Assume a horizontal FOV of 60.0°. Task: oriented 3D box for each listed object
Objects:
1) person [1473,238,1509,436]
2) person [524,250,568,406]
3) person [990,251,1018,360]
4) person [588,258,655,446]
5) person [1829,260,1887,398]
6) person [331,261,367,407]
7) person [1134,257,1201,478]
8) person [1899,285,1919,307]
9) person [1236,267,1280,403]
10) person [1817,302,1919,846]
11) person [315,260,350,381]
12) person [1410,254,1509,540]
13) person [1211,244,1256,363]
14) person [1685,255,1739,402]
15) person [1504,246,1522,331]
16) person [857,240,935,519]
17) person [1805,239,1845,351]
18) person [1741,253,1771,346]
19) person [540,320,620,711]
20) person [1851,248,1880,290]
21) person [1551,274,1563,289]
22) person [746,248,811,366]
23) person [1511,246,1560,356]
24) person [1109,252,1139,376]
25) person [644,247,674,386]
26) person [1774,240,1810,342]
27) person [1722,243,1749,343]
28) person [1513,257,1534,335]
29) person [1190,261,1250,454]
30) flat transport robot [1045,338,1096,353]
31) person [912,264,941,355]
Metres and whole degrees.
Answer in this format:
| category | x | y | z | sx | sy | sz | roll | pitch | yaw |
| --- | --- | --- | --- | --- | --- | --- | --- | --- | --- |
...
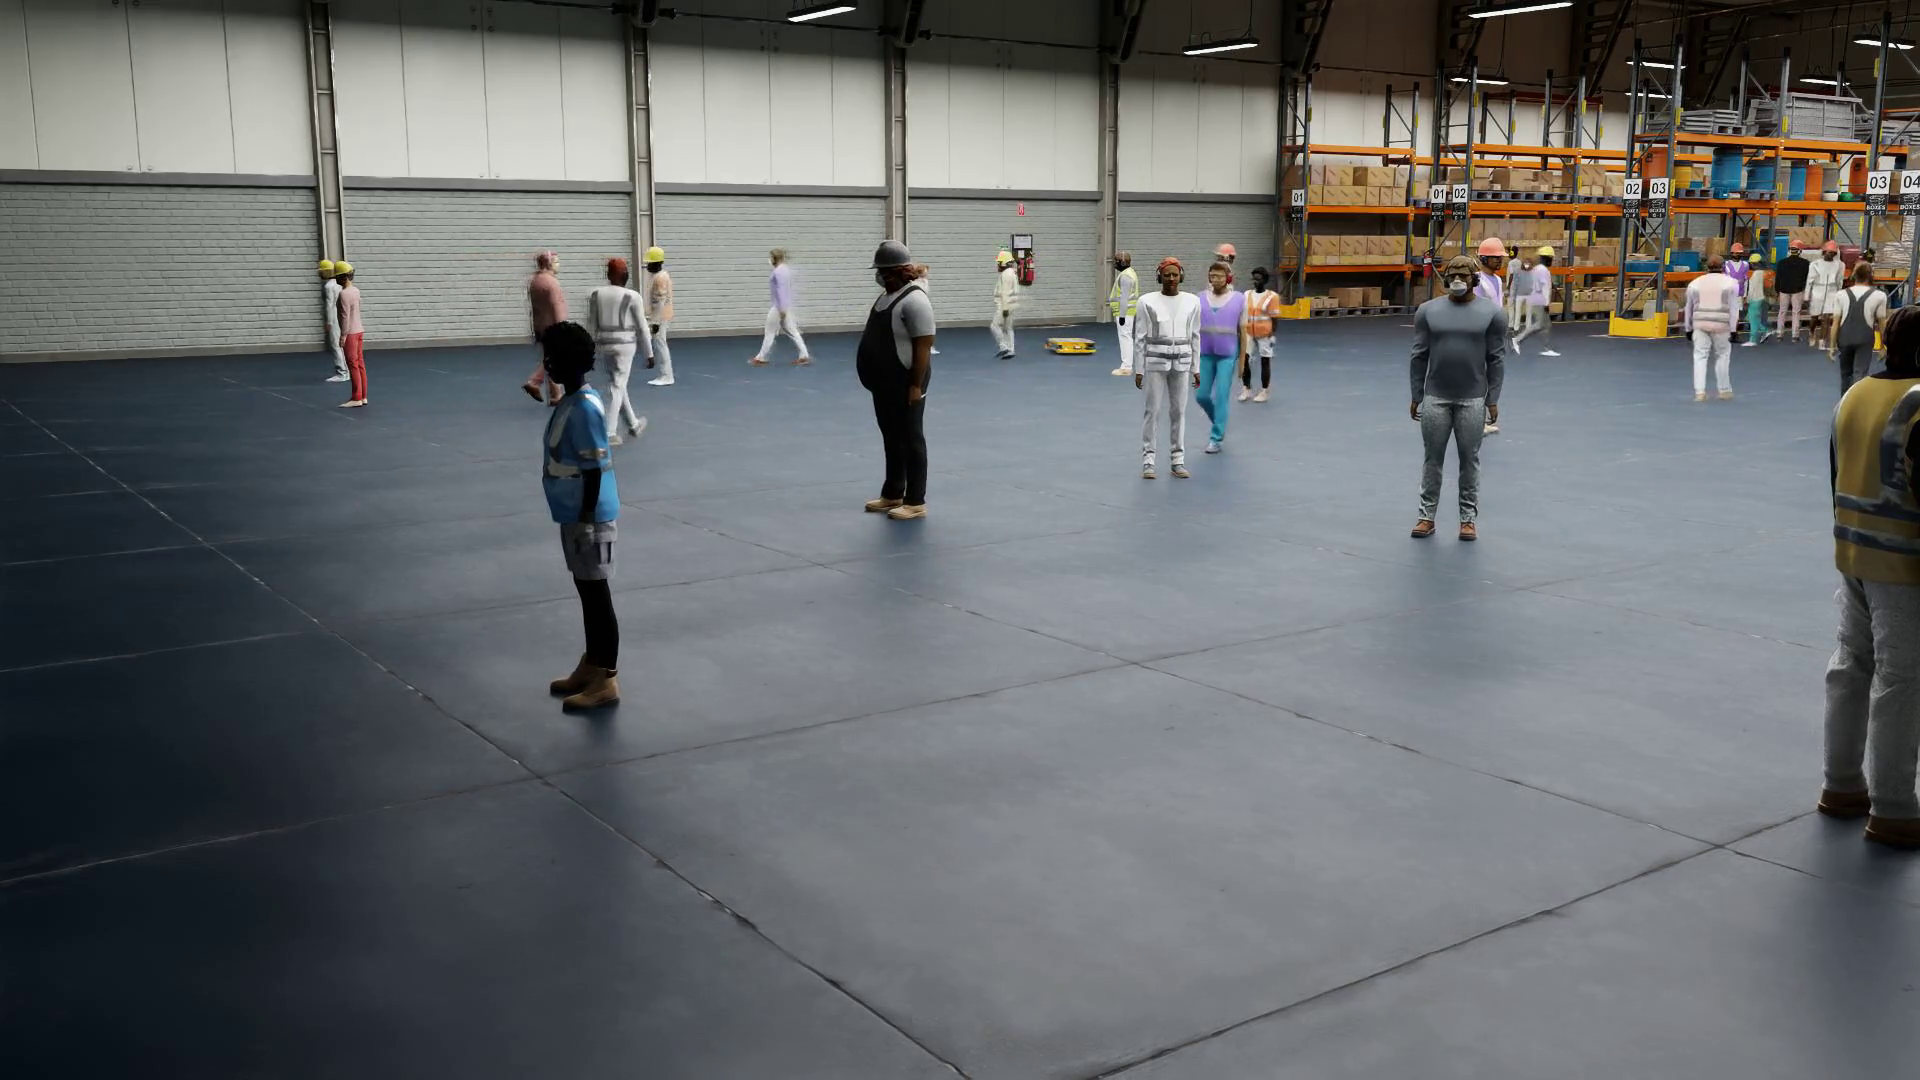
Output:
| category | x | y | z | sx | sy | sz | roll | pitch | yaw |
| --- | --- | --- | --- | --- | --- | --- | --- | --- | --- |
| person | 5.461 | -2.103 | 17.281 | 0.390 | 2.045 | 0.607 | 9 | 14 | 41 |
| person | -4.987 | -2.565 | 20.226 | 0.470 | 1.891 | 0.651 | -6 | 12 | -30 |
| person | 0.718 | -3.915 | 27.836 | 0.496 | 1.811 | 0.616 | 2 | 11 | 11 |
| person | -3.344 | -1.878 | 16.618 | 0.609 | 1.829 | 0.968 | 4 | 11 | 21 |
| person | 9.645 | -2.098 | 17.900 | 0.520 | 1.816 | 0.888 | 8 | 13 | 36 |
| person | -7.400 | -2.488 | 20.151 | 0.309 | 1.769 | 0.523 | 0 | 10 | -2 |
| person | 1.775 | -1.462 | 14.201 | 0.587 | 1.882 | 0.342 | -1 | 10 | -8 |
| person | 19.208 | -4.989 | 33.427 | 0.623 | 1.932 | 0.368 | 5 | 11 | 24 |
| person | 3.654 | -2.526 | 20.562 | 0.552 | 1.677 | 0.565 | 8 | 13 | 38 |
| person | 3.227 | 0.111 | 5.700 | 0.429 | 1.844 | 0.627 | 0 | 10 | -2 |
| person | -8.979 | -3.128 | 23.768 | 0.365 | 1.726 | 0.497 | -1 | 10 | -3 |
| person | 3.377 | -0.967 | 11.339 | 0.630 | 1.940 | 0.372 | 4 | 11 | 23 |
| person | 4.296 | -3.806 | 26.910 | 1.001 | 1.940 | 0.636 | 0 | 10 | 2 |
| person | 9.490 | -2.660 | 20.937 | 0.658 | 1.817 | 0.759 | 8 | 13 | 39 |
| person | 12.047 | -5.487 | 36.326 | 0.329 | 1.865 | 0.507 | 8 | 13 | 38 |
| person | -0.492 | -1.178 | 12.219 | 0.535 | 2.000 | 0.684 | -5 | 11 | -25 |
| person | 15.712 | -4.454 | 30.266 | 0.612 | 2.014 | 0.869 | 3 | 11 | 18 |
| person | 15.002 | -4.517 | 31.343 | 0.445 | 1.750 | 0.521 | 6 | 12 | 31 |
| person | -1.661 | -0.108 | 7.292 | 0.322 | 1.696 | 0.530 | -4 | 11 | -20 |
| person | 18.451 | -5.034 | 33.975 | 0.962 | 1.819 | 0.514 | -10 | 14 | -44 |
| person | 15.251 | -6.530 | 42.673 | 0.281 | 1.633 | 0.501 | -6 | 12 | -31 |
| person | -2.870 | -3.699 | 26.486 | 1.042 | 1.886 | 0.650 | 1 | 10 | 3 |
| person | 9.966 | -4.109 | 28.643 | 0.756 | 1.907 | 0.604 | 3 | 11 | 17 |
| person | 2.442 | -3.369 | 24.804 | 0.429 | 1.835 | 0.630 | 2 | 11 | 10 |
| person | -4.156 | -3.082 | 23.048 | 0.387 | 1.898 | 0.637 | -2 | 11 | -11 |
| person | 16.323 | -4.878 | 32.625 | 0.626 | 1.992 | 0.387 | 9 | 14 | 40 |
| person | 14.992 | -4.782 | 32.244 | 0.545 | 1.942 | 0.349 | 1 | 10 | 7 |
| person | 11.848 | -5.106 | 34.868 | 0.497 | 1.633 | 0.285 | 3 | 11 | 18 |
| person | 2.480 | -1.753 | 15.934 | 0.588 | 1.831 | 0.524 | 6 | 12 | 28 |
| flat transport robot | 1.959 | -3.466 | 29.611 | 0.652 | 0.197 | 1.431 | -1 | 10 | -8 |
| person | -0.746 | -4.033 | 29.126 | 0.906 | 1.588 | 0.525 | 5 | 12 | 27 |
